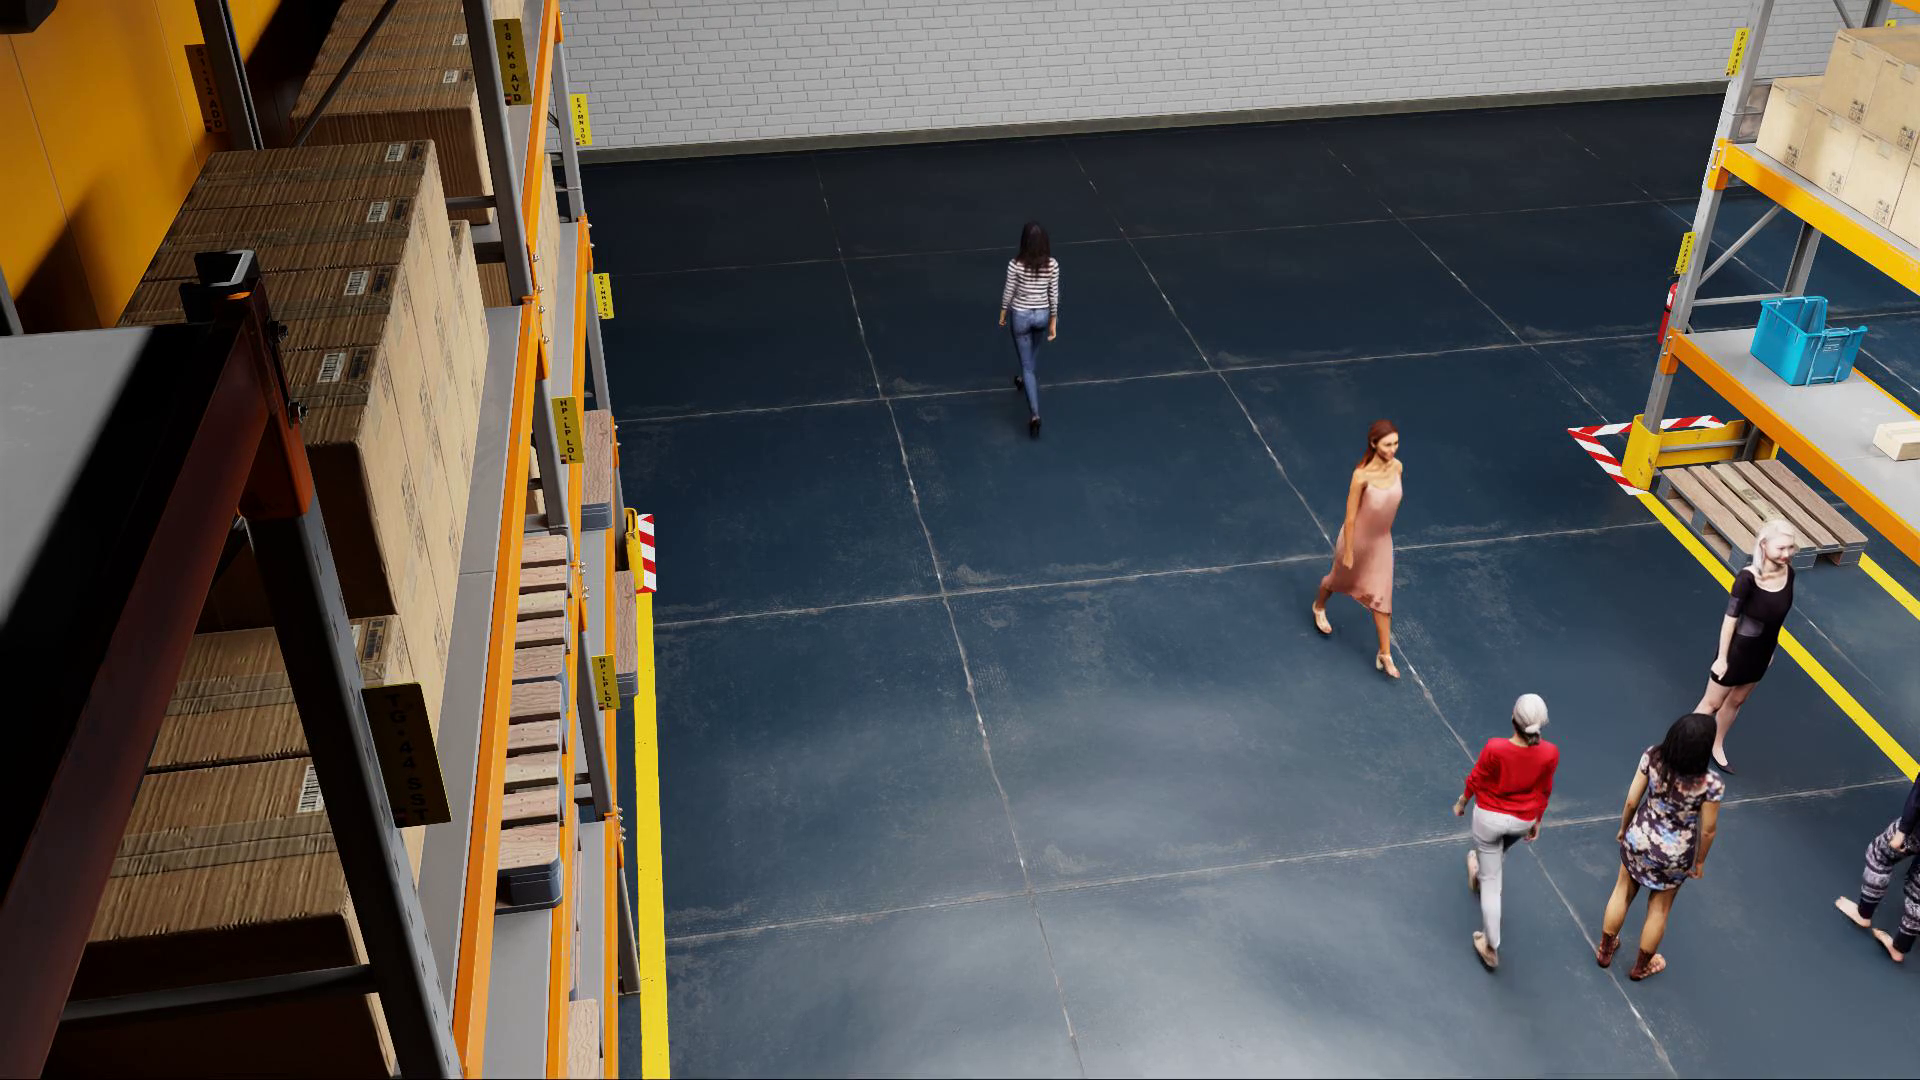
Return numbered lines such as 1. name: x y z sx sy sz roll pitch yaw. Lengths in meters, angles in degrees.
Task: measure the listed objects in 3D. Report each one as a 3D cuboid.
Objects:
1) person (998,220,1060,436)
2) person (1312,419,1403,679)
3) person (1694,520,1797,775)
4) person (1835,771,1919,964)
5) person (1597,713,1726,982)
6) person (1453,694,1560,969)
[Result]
1. person: 0.584 -1.698 13.642 0.651 1.734 1.157 -8 34 -12
2. person: 2.630 -0.017 11.073 0.811 1.779 1.183 -14 36 -20
3. person: 4.705 0.672 9.990 0.628 1.830 0.561 -13 36 -18
4. person: 5.181 1.564 8.753 0.645 1.714 0.718 -4 34 -7
5. person: 3.648 1.597 8.686 0.641 1.732 0.728 26 42 33
6. person: 2.889 1.568 8.797 0.692 1.658 1.070 0 34 -1
